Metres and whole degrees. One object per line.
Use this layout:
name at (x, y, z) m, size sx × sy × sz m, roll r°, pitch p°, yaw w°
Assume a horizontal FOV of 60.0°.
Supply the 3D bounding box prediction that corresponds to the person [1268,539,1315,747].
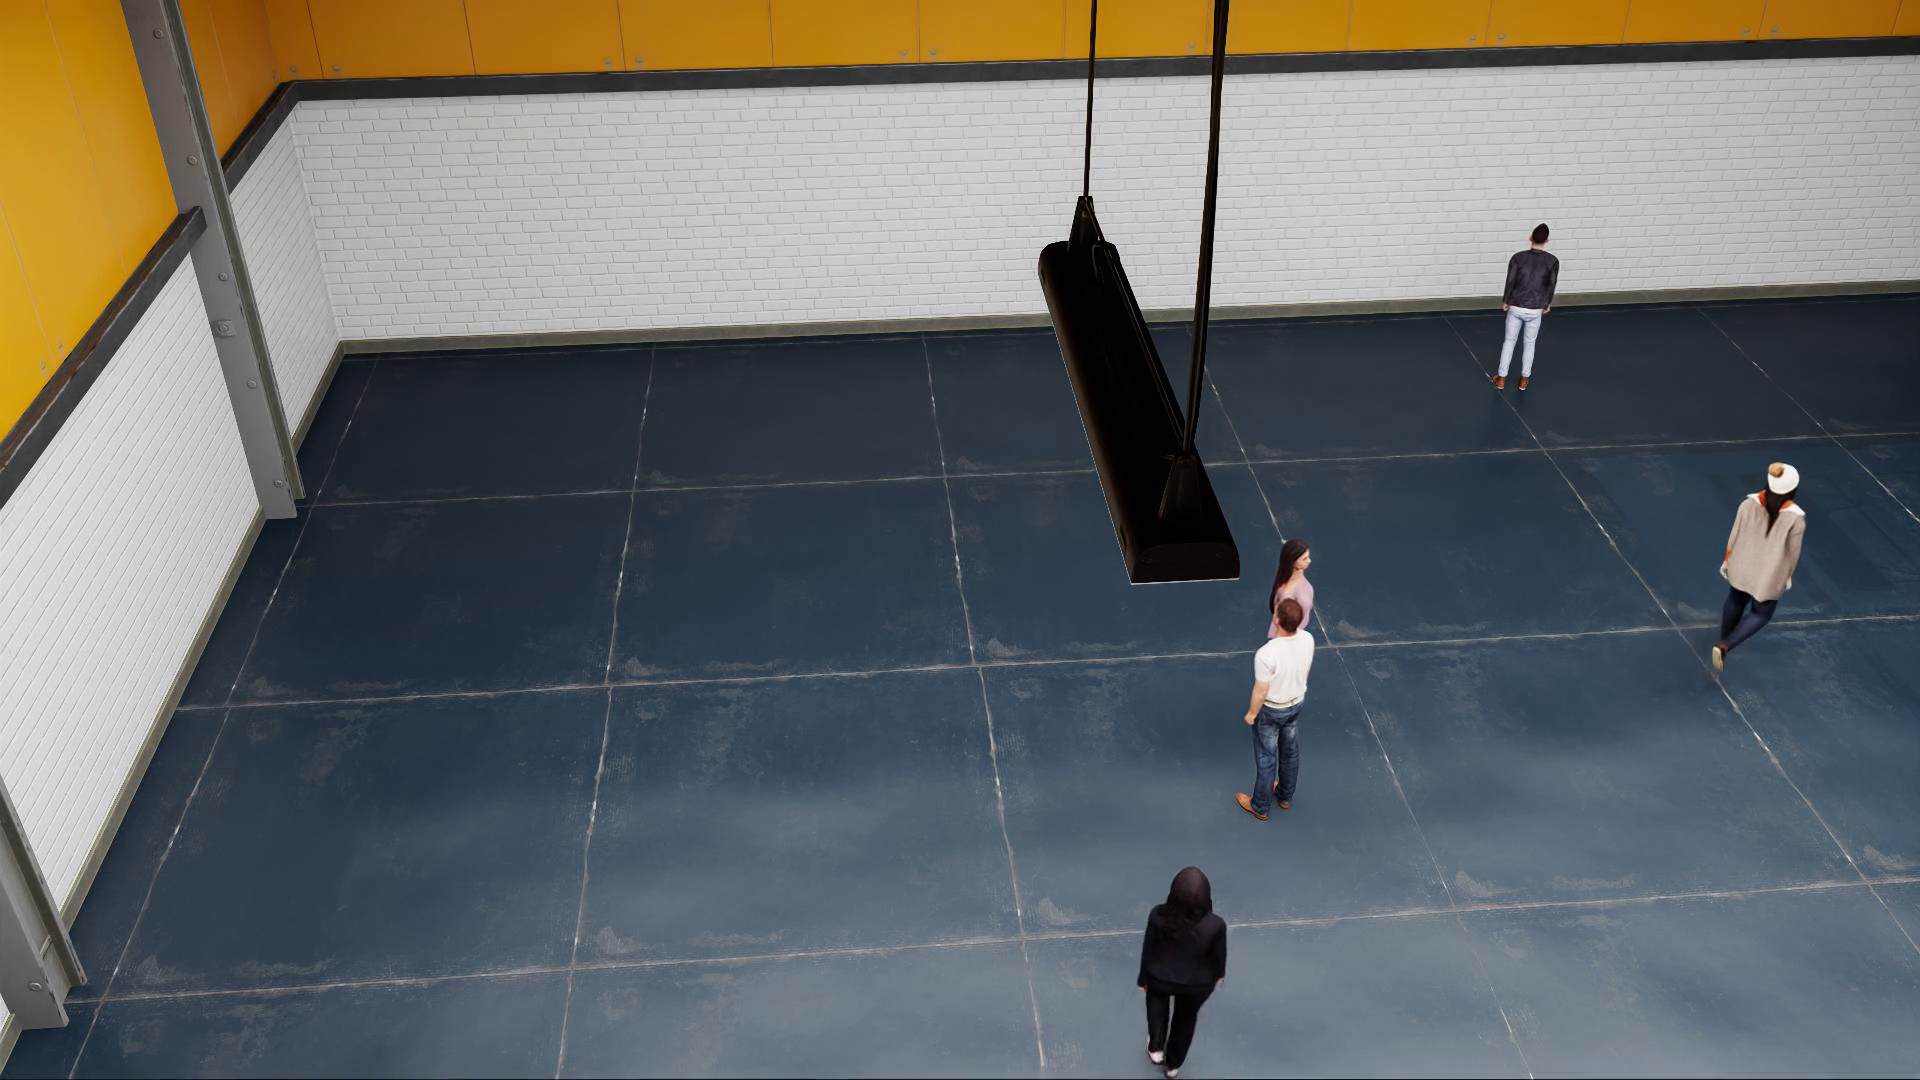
person at (2.426, 0.758, 12.472) m, size 0.760 × 1.811 × 0.611 m, roll 10°, pitch 35°, yaw 15°

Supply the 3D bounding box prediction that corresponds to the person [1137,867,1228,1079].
person at (1.294, 2.636, 9.832) m, size 0.736 × 1.607 × 0.705 m, roll 4°, pitch 34°, yaw 7°

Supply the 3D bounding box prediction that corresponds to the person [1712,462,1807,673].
person at (6.293, 0.231, 13.213) m, size 1.028 × 1.869 × 1.034 m, roll -23°, pitch 40°, yaw -30°

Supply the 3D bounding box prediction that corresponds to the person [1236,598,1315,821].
person at (2.265, 1.192, 11.779) m, size 0.745 × 1.856 × 0.731 m, roll -18°, pitch 38°, yaw -25°

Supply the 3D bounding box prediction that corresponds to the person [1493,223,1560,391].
person at (5.860, -2.407, 17.212) m, size 0.715 × 1.836 × 0.653 m, roll 6°, pitch 34°, yaw 10°
